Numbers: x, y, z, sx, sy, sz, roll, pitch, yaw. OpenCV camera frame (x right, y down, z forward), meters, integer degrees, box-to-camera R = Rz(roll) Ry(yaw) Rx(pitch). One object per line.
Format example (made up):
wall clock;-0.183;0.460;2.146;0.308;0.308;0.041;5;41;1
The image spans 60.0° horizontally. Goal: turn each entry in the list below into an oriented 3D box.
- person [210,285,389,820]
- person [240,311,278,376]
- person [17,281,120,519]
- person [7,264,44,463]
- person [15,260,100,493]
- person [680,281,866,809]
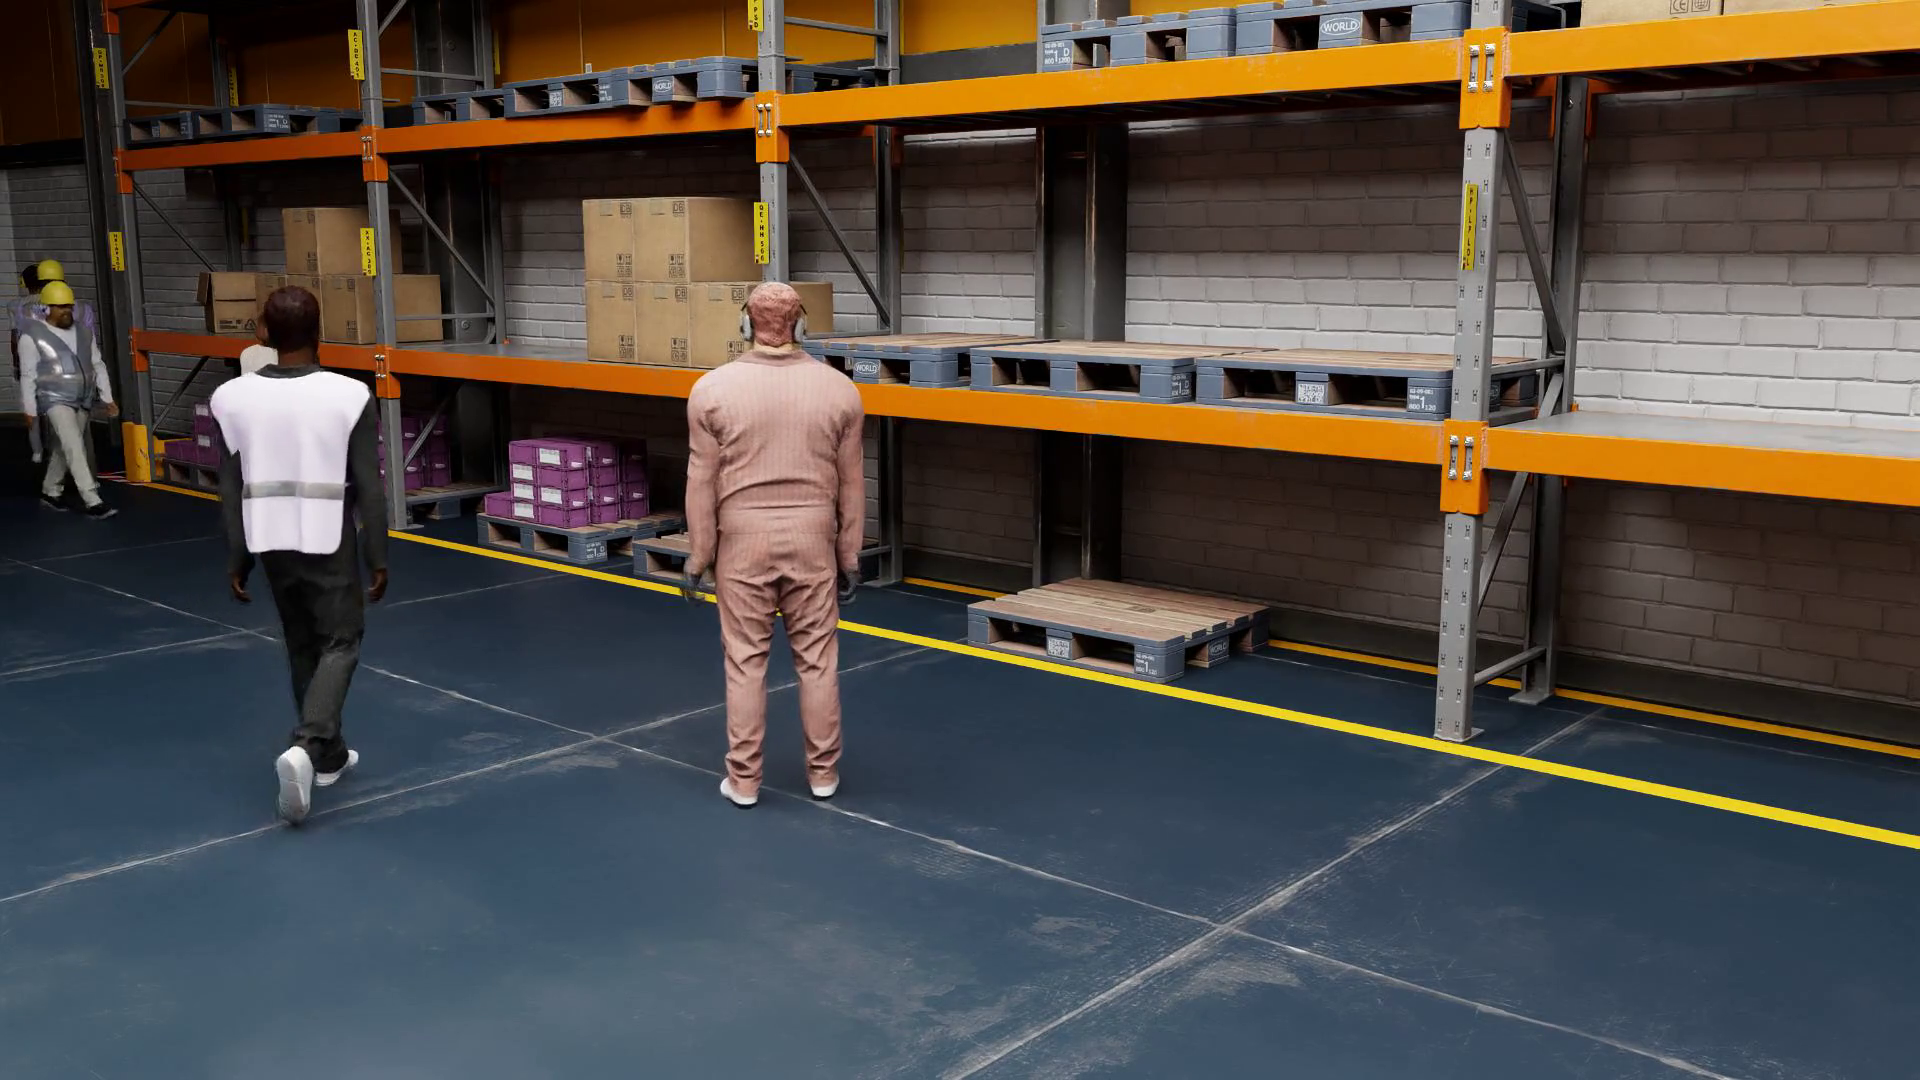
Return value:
person;-2.375;0.034;6.017;0.594;1.896;0.821;0;10;1
person;-4.706;-0.794;11.485;0.277;1.629;0.497;7;12;35
person;-6.762;-1.061;12.566;0.945;1.785;0.588;4;11;20
person;-8.675;-1.661;15.725;0.520;1.871;0.326;-4;11;-20
person;-7.473;-1.344;13.799;0.611;1.918;0.417;-6;12;-31
person;-0.672;0.021;6.048;0.660;1.905;0.403;-3;10;-15
